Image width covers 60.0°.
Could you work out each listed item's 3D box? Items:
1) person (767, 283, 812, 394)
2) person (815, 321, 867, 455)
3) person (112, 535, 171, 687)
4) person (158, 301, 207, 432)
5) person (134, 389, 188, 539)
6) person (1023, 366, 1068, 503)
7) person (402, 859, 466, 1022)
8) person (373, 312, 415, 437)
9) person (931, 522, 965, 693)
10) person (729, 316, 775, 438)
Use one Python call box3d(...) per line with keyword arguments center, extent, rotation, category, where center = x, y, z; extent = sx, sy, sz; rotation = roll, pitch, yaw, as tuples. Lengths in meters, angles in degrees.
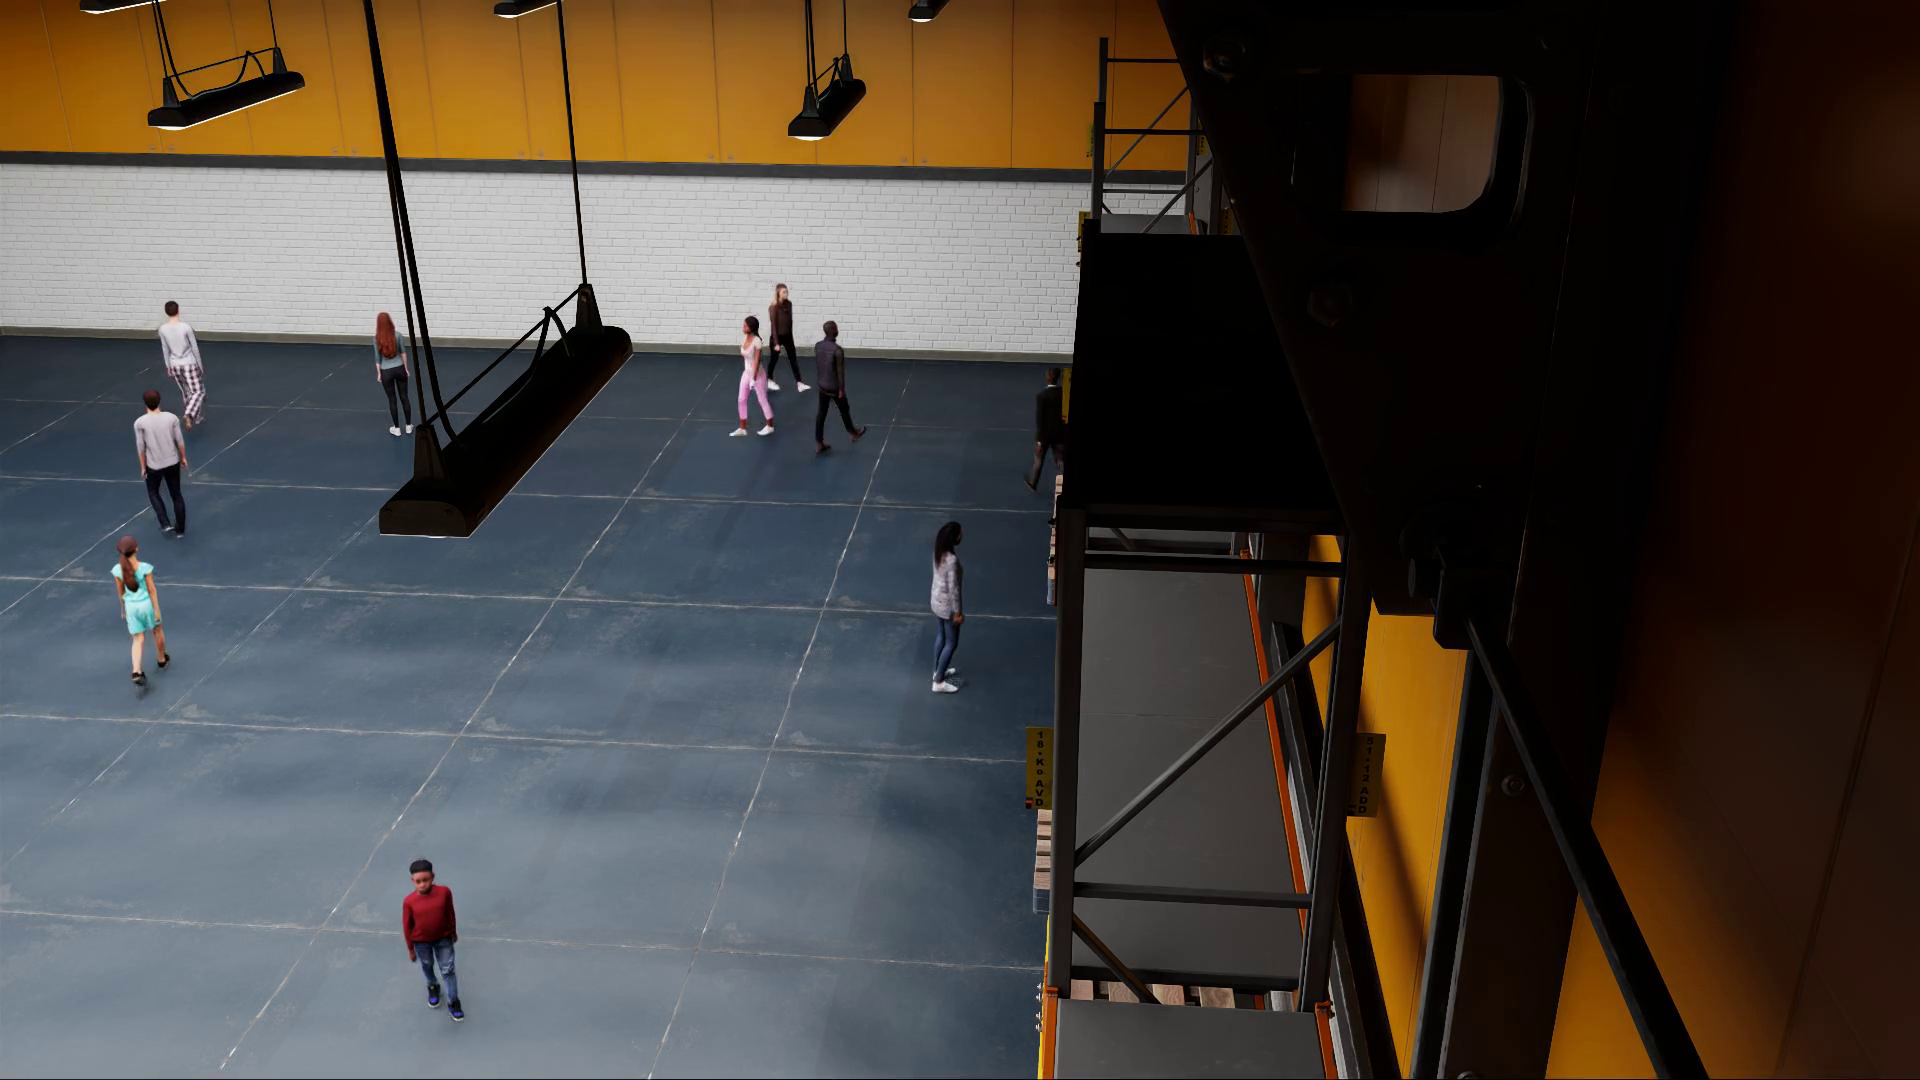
box3d(center=(-2.726, -3.001, 24.799), extent=(1.076, 1.659, 1.081), rotation=(19, 30, 37), category="person")
box3d(center=(-1.807, -2.027, 22.403), extent=(1.115, 1.793, 1.242), rotation=(19, 30, 37), category="person")
box3d(center=(-8.136, 0.709, 16.468), extent=(0.712, 1.533, 1.081), rotation=(-4, 24, -8), category="person")
box3d(center=(-10.843, -2.406, 23.228), extent=(0.708, 1.827, 1.005), rotation=(-2, 24, -3), category="person")
box3d(center=(-9.435, -0.875, 19.723), extent=(0.825, 1.829, 0.874), rotation=(-16, 28, -32), category="person")
box3d(center=(1.195, -1.244, 20.670), extent=(1.112, 1.747, 1.284), rotation=(-12, 27, -26), category="person")
box3d(center=(-3.825, 2.819, 12.010), extent=(0.692, 1.239, 0.826), rotation=(-9, 25, -20), category="person")
box3d(center=(-7.884, -2.316, 23.127), extent=(0.675, 1.743, 0.704), rotation=(-13, 27, -27), category="person")
box3d(center=(-0.147, 0.642, 16.388), extent=(0.878, 1.720, 0.771), rotation=(-10, 26, -23), category="person")
box3d(center=(-2.759, -2.265, 23.043), extent=(0.999, 1.718, 0.937), rotation=(-19, 30, -36), category="person")
